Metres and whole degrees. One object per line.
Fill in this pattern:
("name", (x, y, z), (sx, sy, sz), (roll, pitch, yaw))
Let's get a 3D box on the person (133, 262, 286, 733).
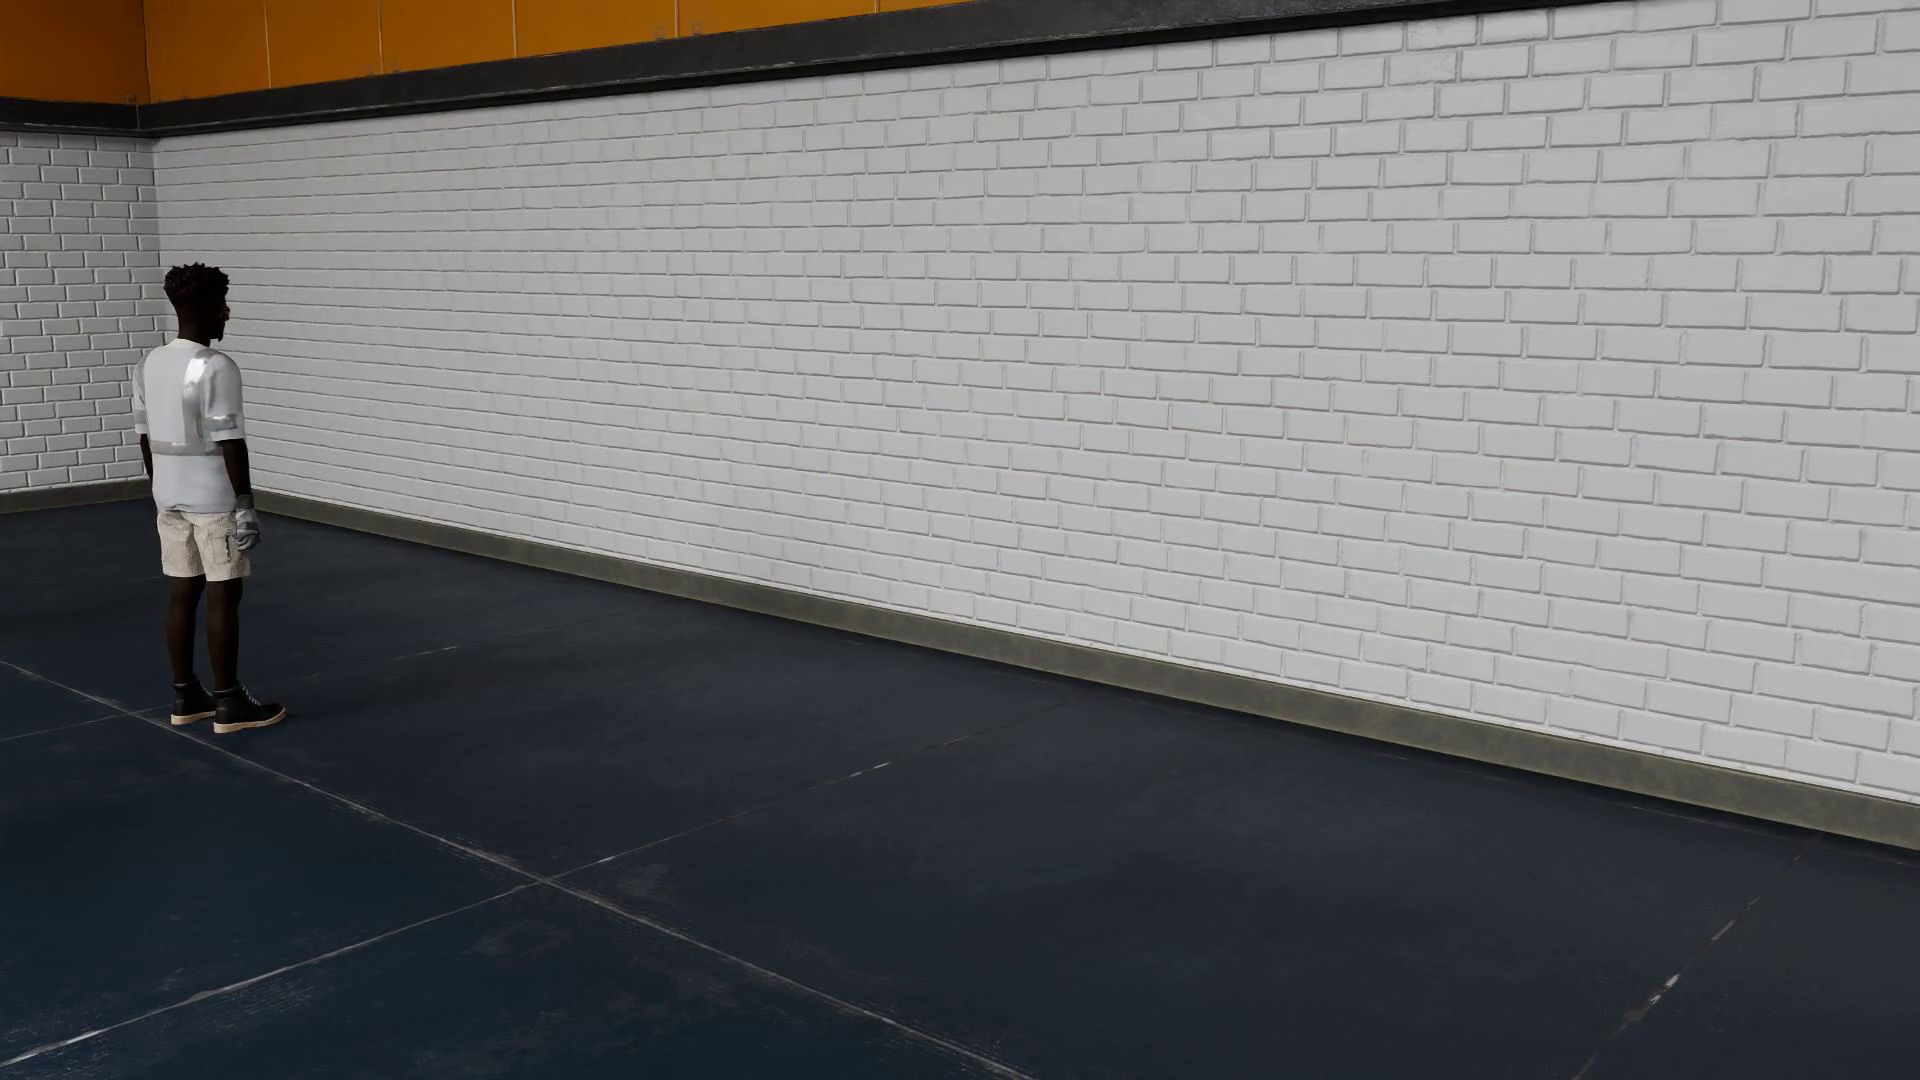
("person", (-3.175, -0.176, 6.996), (0.613, 1.963, 0.362), (6, 12, 30))
